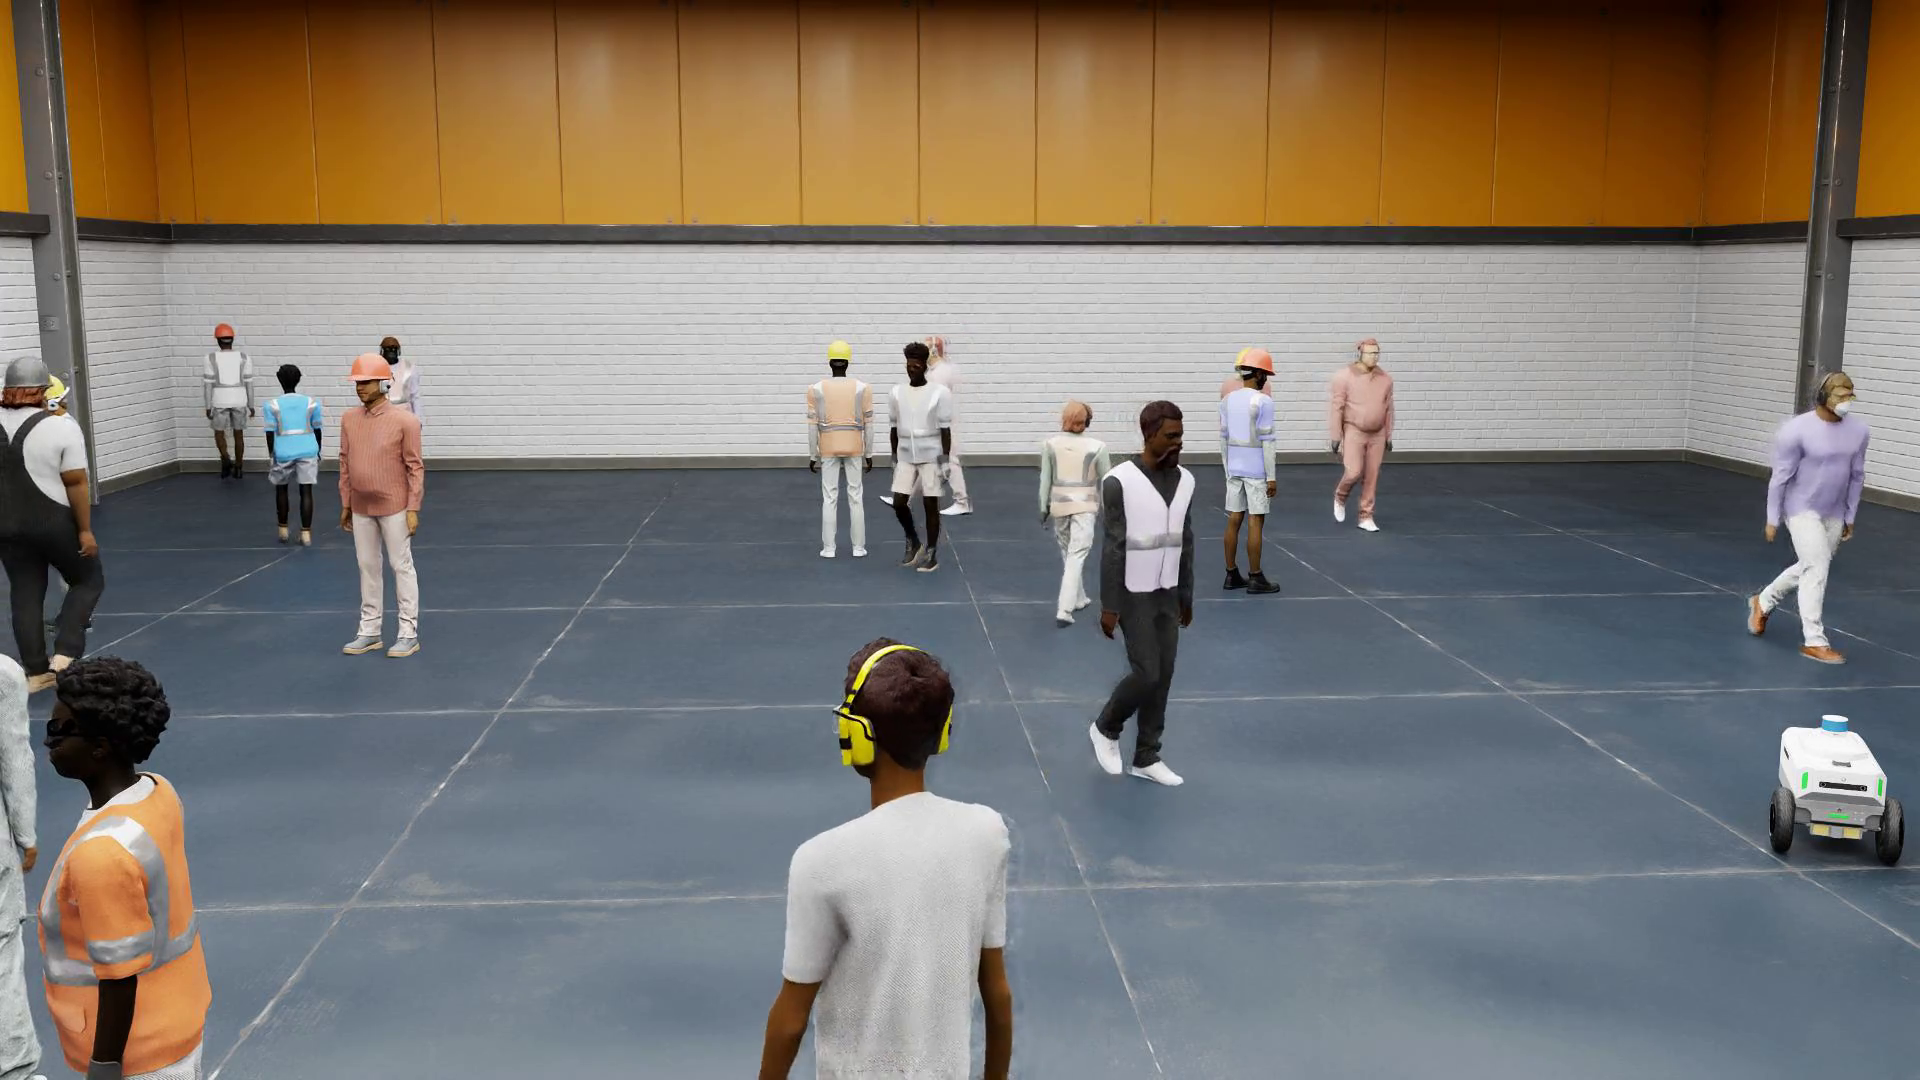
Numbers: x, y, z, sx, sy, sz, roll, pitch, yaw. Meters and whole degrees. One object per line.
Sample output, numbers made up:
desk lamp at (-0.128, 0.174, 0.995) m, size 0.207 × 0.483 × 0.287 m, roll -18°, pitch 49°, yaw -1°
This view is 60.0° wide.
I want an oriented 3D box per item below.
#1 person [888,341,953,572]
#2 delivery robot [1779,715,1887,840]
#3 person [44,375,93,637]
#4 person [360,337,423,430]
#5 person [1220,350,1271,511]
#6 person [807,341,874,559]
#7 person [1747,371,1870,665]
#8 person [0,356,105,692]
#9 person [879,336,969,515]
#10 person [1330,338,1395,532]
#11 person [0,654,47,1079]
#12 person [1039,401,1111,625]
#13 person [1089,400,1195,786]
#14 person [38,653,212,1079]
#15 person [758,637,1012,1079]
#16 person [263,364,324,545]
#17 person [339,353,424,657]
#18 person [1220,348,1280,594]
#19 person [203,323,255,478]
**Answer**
person at (-0.338, -0.691, 13.996) m, size 0.622 × 1.950 × 0.425 m, roll 3°, pitch 10°, yaw 20°
delivery robot at (3.840, 1.016, 7.334) m, size 0.477 × 0.478 × 0.707 m, roll 3°, pitch 10°, yaw 20°
person at (-6.267, -0.243, 11.567) m, size 0.403 × 1.823 × 0.587 m, roll -6°, pitch 11°, yaw -33°
person at (-6.274, -1.329, 18.381) m, size 0.662 × 1.821 × 0.581 m, roll -3°, pitch 9°, yaw -17°
person at (2.984, -1.119, 17.386) m, size 0.537 × 1.716 × 0.909 m, roll 1°, pitch 9°, yaw 7°
person at (-1.052, -0.787, 14.656) m, size 0.587 × 1.928 × 0.363 m, roll -1°, pitch 9°, yaw -8°
person at (5.590, -0.185, 11.020) m, size 0.626 × 1.904 × 0.929 m, roll -2°, pitch 9°, yaw -14°
person at (-5.509, -0.102, 9.997) m, size 0.719 × 2.000 × 0.536 m, roll 1°, pitch 9°, yaw 4°
person at (-0.349, -1.172, 17.270) m, size 0.960 × 1.855 × 0.673 m, roll -1°, pitch 9°, yaw -4°
person at (3.943, -1.034, 16.305) m, size 0.665 × 1.891 × 0.538 m, roll -2°, pitch 9°, yaw -15°
person at (-2.962, 0.867, 4.875) m, size 0.481 × 1.734 × 0.333 m, roll -4°, pitch 10°, yaw -21°
person at (0.845, -0.206, 12.060) m, size 0.536 × 1.592 × 0.875 m, roll 4°, pitch 10°, yaw 23°
person at (0.923, 0.265, 8.117) m, size 0.625 × 1.902 × 0.440 m, roll -8°, pitch 12°, yaw -40°
person at (-1.810, 1.082, 3.631) m, size 0.318 × 1.700 × 0.535 m, roll -3°, pitch 10°, yaw -18°
person at (-0.123, 1.094, 3.175) m, size 0.967 × 1.832 × 0.514 m, roll 8°, pitch 12°, yaw 43°
person at (-6.214, -0.800, 15.526) m, size 0.544 × 1.672 × 0.687 m, roll -5°, pitch 10°, yaw -28°
person at (-3.810, -0.225, 10.911) m, size 0.608 × 1.996 × 0.380 m, roll 3°, pitch 9°, yaw 17°
person at (2.297, -0.540, 13.106) m, size 0.373 × 1.928 × 0.543 m, roll -6°, pitch 11°, yaw -35°
person at (-8.906, -1.684, 20.290) m, size 0.564 × 1.924 × 0.628 m, roll -5°, pitch 10°, yaw -29°
